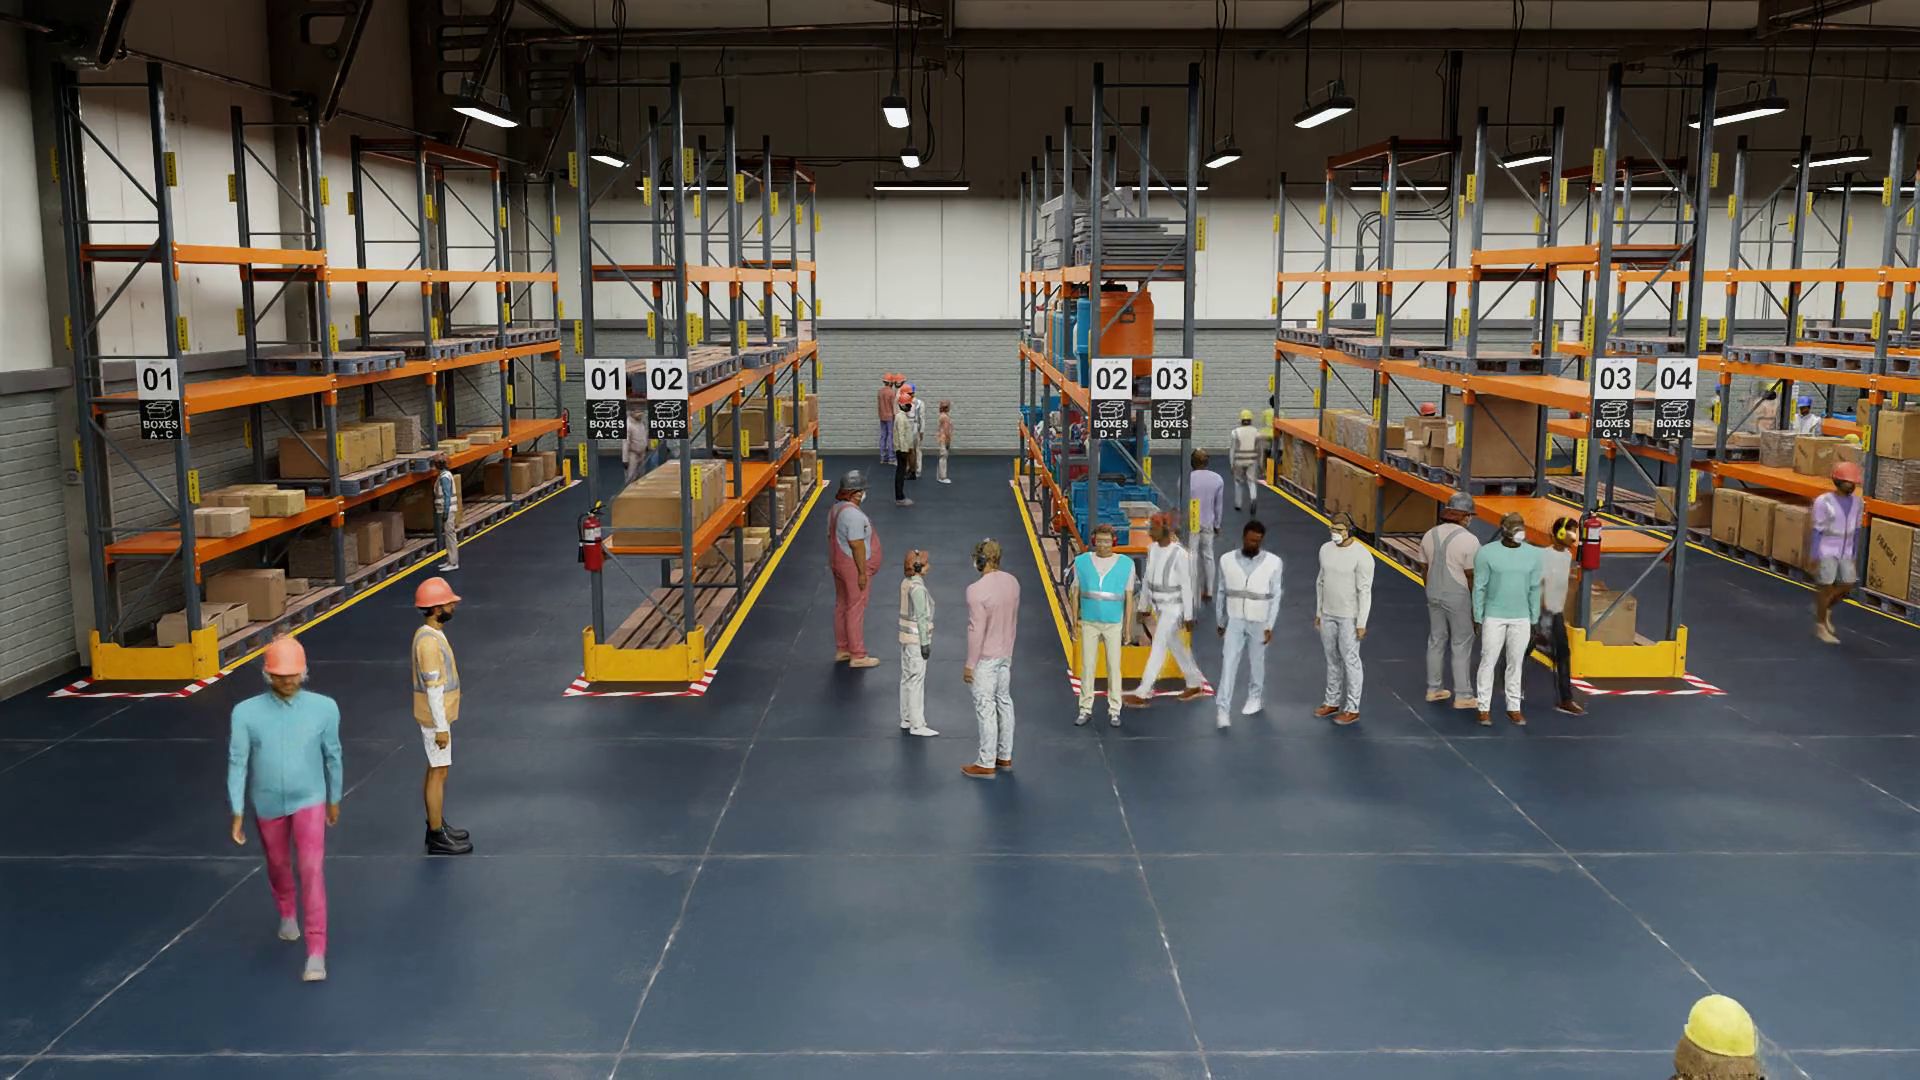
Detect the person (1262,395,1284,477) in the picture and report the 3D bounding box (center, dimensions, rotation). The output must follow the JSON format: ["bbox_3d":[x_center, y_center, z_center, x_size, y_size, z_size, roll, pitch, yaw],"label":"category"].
[{"bbox_3d":[6.378,-2.100,33.774,0.544,1.687,0.406,8,12,42],"label":"person"}]

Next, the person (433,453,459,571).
[{"bbox_3d":[-7.085,-0.389,22.933,0.315,1.640,0.515,-3,9,-16],"label":"person"}]

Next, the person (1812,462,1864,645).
[{"bbox_3d":[9.630,0.139,18.309,0.626,2.030,0.521,-2,9,-10],"label":"person"}]

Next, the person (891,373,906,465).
[{"bbox_3d":[-1.300,-2.624,36.170,0.396,1.992,0.623,1,9,8],"label":"person"}]

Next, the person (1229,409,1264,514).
[{"bbox_3d":[4.914,-1.337,28.508,0.602,1.809,0.773,0,9,-2],"label":"person"}]

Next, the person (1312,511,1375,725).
[{"bbox_3d":[3.456,0.694,15.041,0.375,1.933,0.625,-5,10,-31],"label":"person"}]

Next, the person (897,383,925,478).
[{"bbox_3d":[-1.008,-2.220,33.756,0.611,1.938,0.413,3,9,21],"label":"person"}]

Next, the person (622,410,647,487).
[{"bbox_3d":[-5.660,-1.440,28.903,0.457,1.894,0.676,3,9,18],"label":"person"}]

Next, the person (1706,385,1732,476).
[{"bbox_3d":[15.556,-2.254,34.112,0.401,1.916,0.756,4,10,26],"label":"person"}]

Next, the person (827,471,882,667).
[{"bbox_3d":[-1.080,0.285,17.310,0.537,2.000,0.679,-4,10,-26],"label":"person"}]

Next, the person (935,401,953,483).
[{"bbox_3d":[-0.328,-1.930,32.897,0.316,1.630,0.547,-2,9,-14],"label":"person"}]

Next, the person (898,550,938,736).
[{"bbox_3d":[-0.387,0.900,14.637,0.310,1.642,0.514,-3,9,-18],"label":"person"}]

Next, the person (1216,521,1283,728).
[{"bbox_3d":[2.599,0.736,15.010,0.598,1.860,0.975,2,9,15],"label":"person"}]

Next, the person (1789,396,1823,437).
[{"bbox_3d":[15.079,-1.606,29.771,0.605,1.949,0.401,8,12,43],"label":"person"}]

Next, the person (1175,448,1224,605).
[{"bbox_3d":[2.944,-0.170,20.562,0.635,1.939,0.361,-3,9,-21],"label":"person"}]

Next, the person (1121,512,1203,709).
[{"bbox_3d":[1.921,0.651,15.630,0.985,1.834,0.592,-4,10,-24],"label":"person"}]

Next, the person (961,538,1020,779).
[{"bbox_3d":[0.237,0.946,13.383,0.359,1.938,0.635,6,11,34],"label":"person"}]

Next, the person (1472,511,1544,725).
[{"bbox_3d":[4.912,0.704,14.942,0.631,1.940,0.372,0,9,0],"label":"person"}]

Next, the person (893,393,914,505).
[{"bbox_3d":[-1.002,-1.624,29.740,0.395,1.993,0.614,0,9,0],"label":"person"}]

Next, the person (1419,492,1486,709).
[{"bbox_3d":[4.674,0.546,15.633,0.537,2.000,0.678,-5,10,-31],"label":"person"}]

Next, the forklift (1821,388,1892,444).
[{"bbox_3d":[20.072,-3.110,36.462,1.873,2.768,1.129,0,9,0],"label":"forklift"}]

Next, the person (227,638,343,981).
[{"bbox_3d":[-3.945,1.513,9.759,0.620,1.946,1.040,-3,9,-20],"label":"person"}]

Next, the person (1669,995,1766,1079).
[{"bbox_3d":[2.413,2.307,5.388,0.487,1.702,0.891,-1,9,-9],"label":"person"}]

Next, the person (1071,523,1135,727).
[{"bbox_3d":[1.281,0.752,14.926,0.567,1.847,0.389,2,9,11],"label":"person"}]

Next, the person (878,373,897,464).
[{"bbox_3d":[-1.543,-2.649,36.357,0.406,1.993,0.628,-8,12,-42],"label":"person"}]

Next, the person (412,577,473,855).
[{"bbox_3d":[-3.631,1.220,11.615,0.349,1.942,0.545,-3,9,-19],"label":"person"}]

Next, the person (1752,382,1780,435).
[{"bbox_3d":[16.916,-2.391,35.047,0.629,1.890,0.818,-3,9,-19],"label":"person"}]

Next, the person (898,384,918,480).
[{"bbox_3d":[-1.053,-2.167,33.456,0.388,1.928,0.549,-2,9,-10],"label":"person"}]

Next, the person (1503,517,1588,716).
[{"bbox_3d":[5.502,0.673,15.593,0.527,1.816,1.001,-4,10,-25],"label":"person"}]
